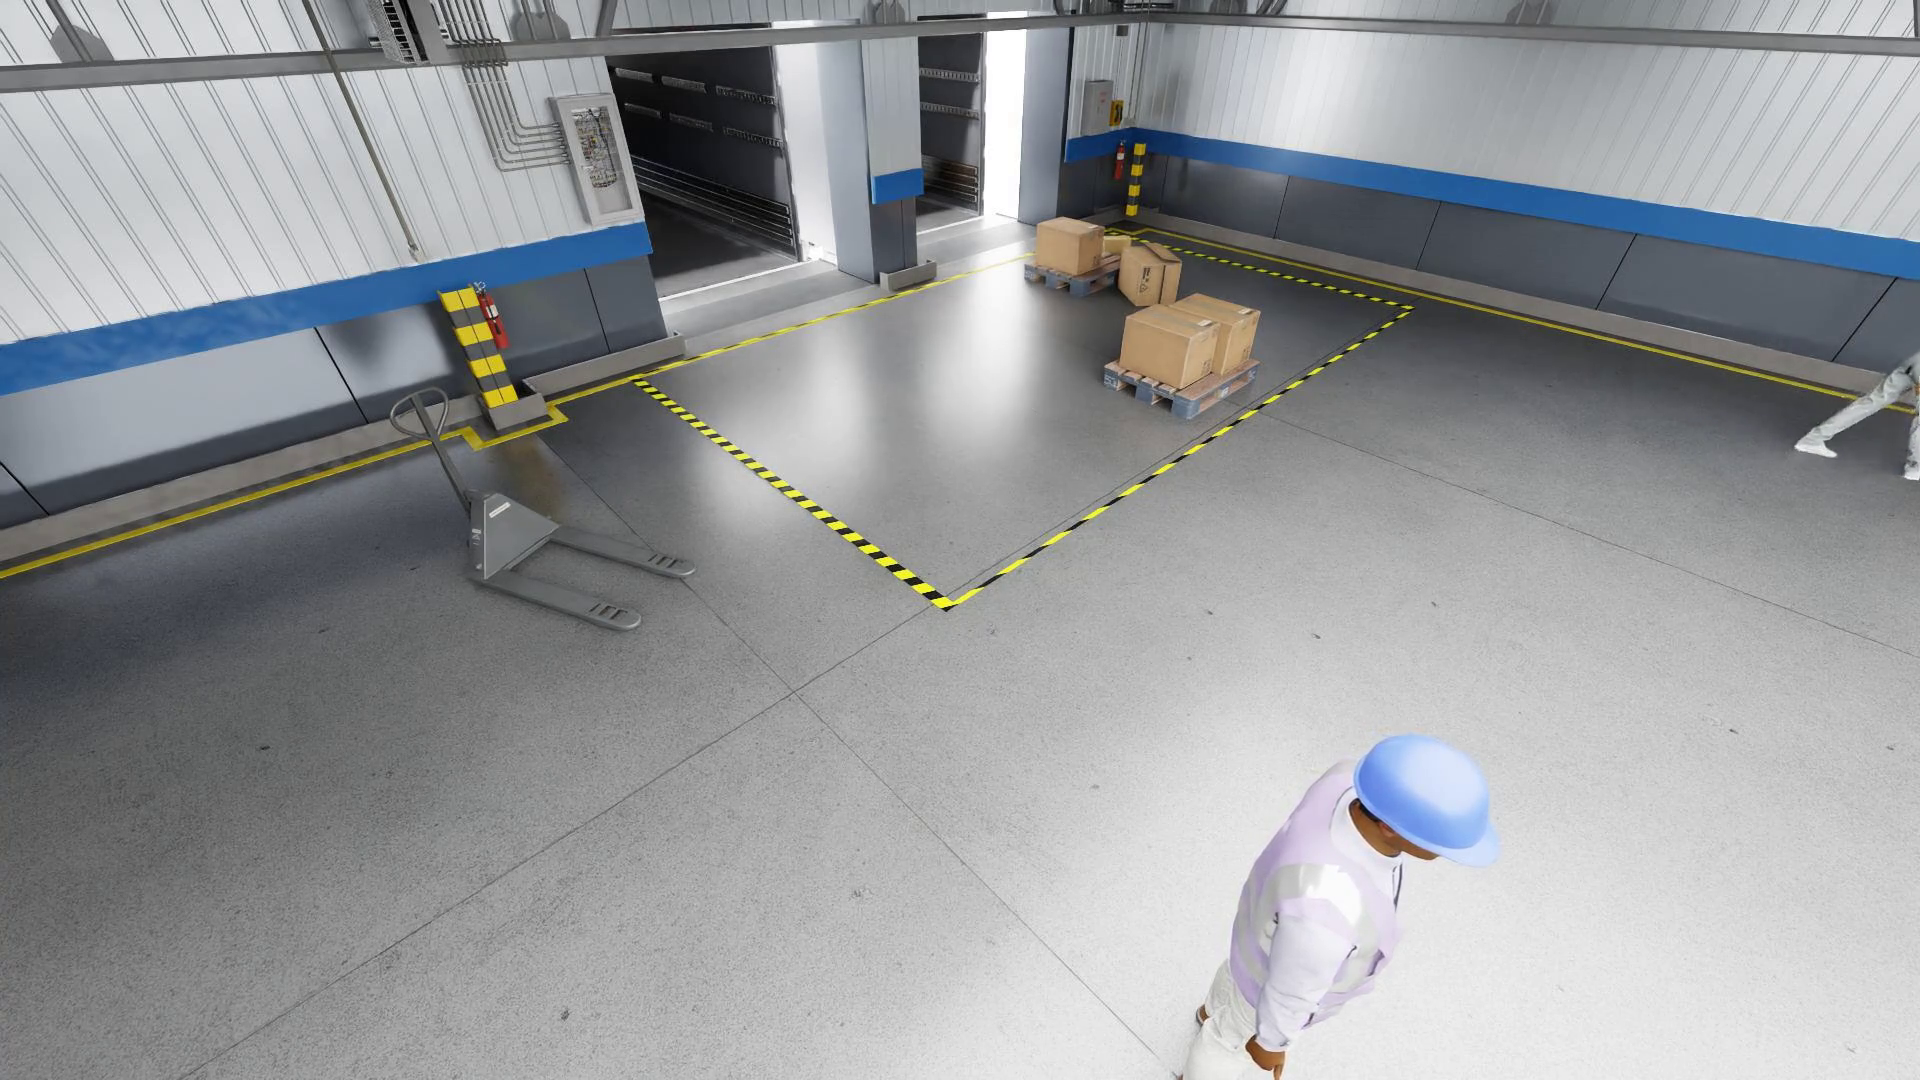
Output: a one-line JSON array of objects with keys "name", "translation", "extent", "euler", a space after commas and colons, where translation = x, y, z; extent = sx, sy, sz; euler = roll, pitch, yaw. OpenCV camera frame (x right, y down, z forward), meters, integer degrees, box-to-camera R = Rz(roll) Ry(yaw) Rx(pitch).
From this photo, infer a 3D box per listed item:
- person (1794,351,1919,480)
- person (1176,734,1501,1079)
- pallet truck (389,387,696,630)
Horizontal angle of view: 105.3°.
[{"name": "person", "translation": [7.490, -1.279, 5.556], "extent": [0.886, 1.694, 0.496], "euler": [18, 41, 22]}, {"name": "person", "translation": [0.986, 1.206, 2.134], "extent": [0.402, 1.945, 0.613], "euler": [23, 43, 26]}, {"name": "pallet truck", "translation": [-2.613, -0.247, 4.593], "extent": [1.601, 1.201, 0.680], "euler": [14, 40, 17]}]
